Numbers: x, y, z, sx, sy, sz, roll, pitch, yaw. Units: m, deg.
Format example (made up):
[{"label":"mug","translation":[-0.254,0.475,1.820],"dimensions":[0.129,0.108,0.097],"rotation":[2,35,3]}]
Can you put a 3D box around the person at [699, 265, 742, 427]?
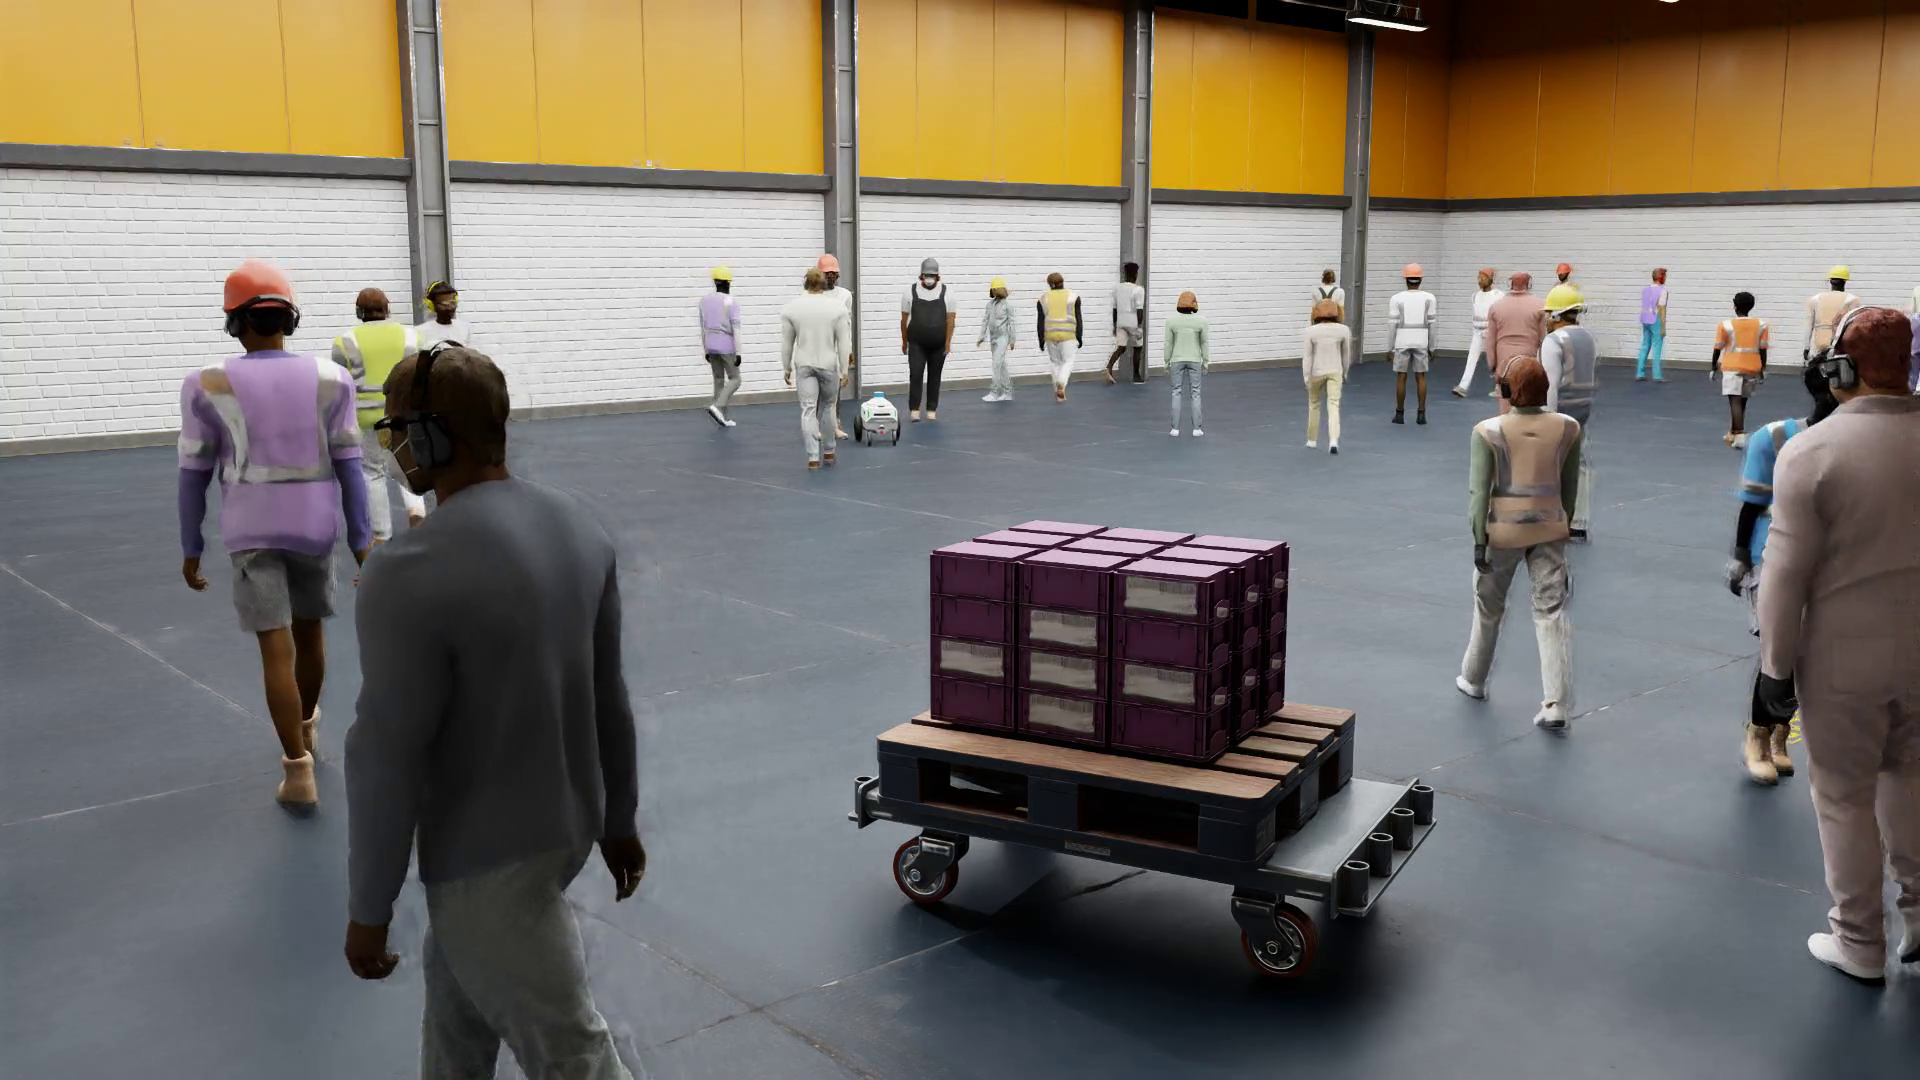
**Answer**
[{"label":"person","translation":[-2.805,-2.253,19.505],"dimensions":[0.611,1.913,0.587],"rotation":[5,11,28]}]

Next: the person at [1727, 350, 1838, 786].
[{"label":"person","translation":[3.245,0.112,6.330],"dimensions":[0.546,1.669,0.555],"rotation":[0,10,0]}]

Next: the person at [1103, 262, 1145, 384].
[{"label":"person","translation":[2.603,-3.387,26.077],"dimensions":[0.610,1.942,0.841],"rotation":[9,13,41]}]

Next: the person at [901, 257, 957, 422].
[{"label":"person","translation":[-0.375,-2.463,20.358],"dimensions":[0.688,2.000,0.830],"rotation":[-1,10,-4]}]

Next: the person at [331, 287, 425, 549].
[{"label":"person","translation":[-3.893,-0.797,11.269],"dimensions":[0.634,1.822,0.592],"rotation":[-6,11,-30]}]

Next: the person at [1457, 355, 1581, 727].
[{"label":"person","translation":[2.471,-0.005,7.278],"dimensions":[0.516,1.595,0.851],"rotation":[0,10,0]}]

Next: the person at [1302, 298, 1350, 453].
[{"label":"person","translation":[3.801,-1.712,17.272],"dimensions":[0.500,1.592,0.852],"rotation":[1,10,6]}]

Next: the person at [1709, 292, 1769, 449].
[{"label":"person","translation":[8.270,-1.801,17.637],"dimensions":[0.545,1.651,0.882],"rotation":[1,10,4]}]

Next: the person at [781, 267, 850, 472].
[{"label":"person","translation":[-1.373,-1.636,15.901],"dimensions":[0.652,1.904,0.914],"rotation":[0,10,-2]}]

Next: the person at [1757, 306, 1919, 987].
[{"label":"person","translation":[2.508,0.304,4.609],"dimensions":[0.669,1.883,0.417],"rotation":[-1,10,-5]}]

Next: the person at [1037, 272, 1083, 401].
[{"label":"person","translation":[1.375,-2.799,23.014],"dimensions":[0.636,1.806,0.639],"rotation":[2,10,14]}]

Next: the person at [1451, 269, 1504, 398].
[{"label":"person","translation":[7.486,-2.940,23.765],"dimensions":[0.989,1.832,0.578],"rotation":[-7,12,-36]}]

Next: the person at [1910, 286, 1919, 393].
[{"label":"person","translation":[13.219,-2.827,22.620],"dimensions":[0.375,1.997,0.612],"rotation":[-4,11,-23]}]

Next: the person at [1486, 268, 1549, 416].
[{"label":"person","translation":[5.826,-1.888,17.413],"dimensions":[0.658,1.892,0.590],"rotation":[6,12,33]}]

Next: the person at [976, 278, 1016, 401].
[{"label":"person","translation":[0.468,-2.775,23.133],"dimensions":[0.765,1.714,0.490],"rotation":[-8,13,-39]}]

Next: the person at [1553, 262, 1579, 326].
[{"label":"person","translation":[10.814,-4.001,29.729],"dimensions":[0.549,1.915,0.570],"rotation":[-4,11,-23]}]

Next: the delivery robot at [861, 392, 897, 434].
[{"label":"delivery robot","translation":[-0.876,-1.359,17.968],"dimensions":[0.477,0.478,0.707],"rotation":[-1,10,-8]}]

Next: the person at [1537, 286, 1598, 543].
[{"label":"person","translation":[4.199,-0.902,11.909],"dimensions":[0.627,1.798,0.829],"rotation":[-7,12,-36]}]

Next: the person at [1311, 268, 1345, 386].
[{"label":"person","translation":[5.754,-3.325,26.008],"dimensions":[0.543,1.832,0.402],"rotation":[3,10,19]}]

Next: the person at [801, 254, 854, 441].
[{"label":"person","translation":[-1.437,-2.106,18.262],"dimensions":[0.615,2.040,0.391],"rotation":[-5,11,-29]}]

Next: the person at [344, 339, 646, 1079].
[{"label":"person","translation":[-0.850,0.569,3.113],"dimensions":[1.041,1.882,0.630],"rotation":[3,10,17]}]

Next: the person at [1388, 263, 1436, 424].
[{"label":"person","translation":[5.439,-2.359,20.052],"dimensions":[0.552,1.935,0.370],"rotation":[1,10,5]}]

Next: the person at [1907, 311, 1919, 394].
[{"label":"person","translation":[8.396,-1.320,14.164],"dimensions":[0.640,1.882,1.074],"rotation":[7,12,36]}]

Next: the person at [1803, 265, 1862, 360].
[{"label":"person","translation":[10.779,-2.412,20.451],"dimensions":[0.823,1.896,0.611],"rotation":[-8,13,-40]}]

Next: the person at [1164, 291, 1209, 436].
[{"label":"person","translation":[2.545,-1.979,18.714],"dimensions":[0.504,1.631,0.279],"rotation":[2,10,10]}]

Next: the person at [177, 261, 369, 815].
[{"label":"person","translation":[-2.603,-0.034,6.276],"dimensions":[0.630,1.989,1.026],"rotation":[-7,12,-35]}]

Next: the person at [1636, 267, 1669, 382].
[{"label":"person","translation":[11.167,-3.461,26.788],"dimensions":[0.393,1.849,0.565],"rotation":[-2,10,-14]}]

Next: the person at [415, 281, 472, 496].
[{"label":"person","translation":[-3.885,-1.031,12.551],"dimensions":[0.558,1.842,0.537],"rotation":[7,12,36]}]
